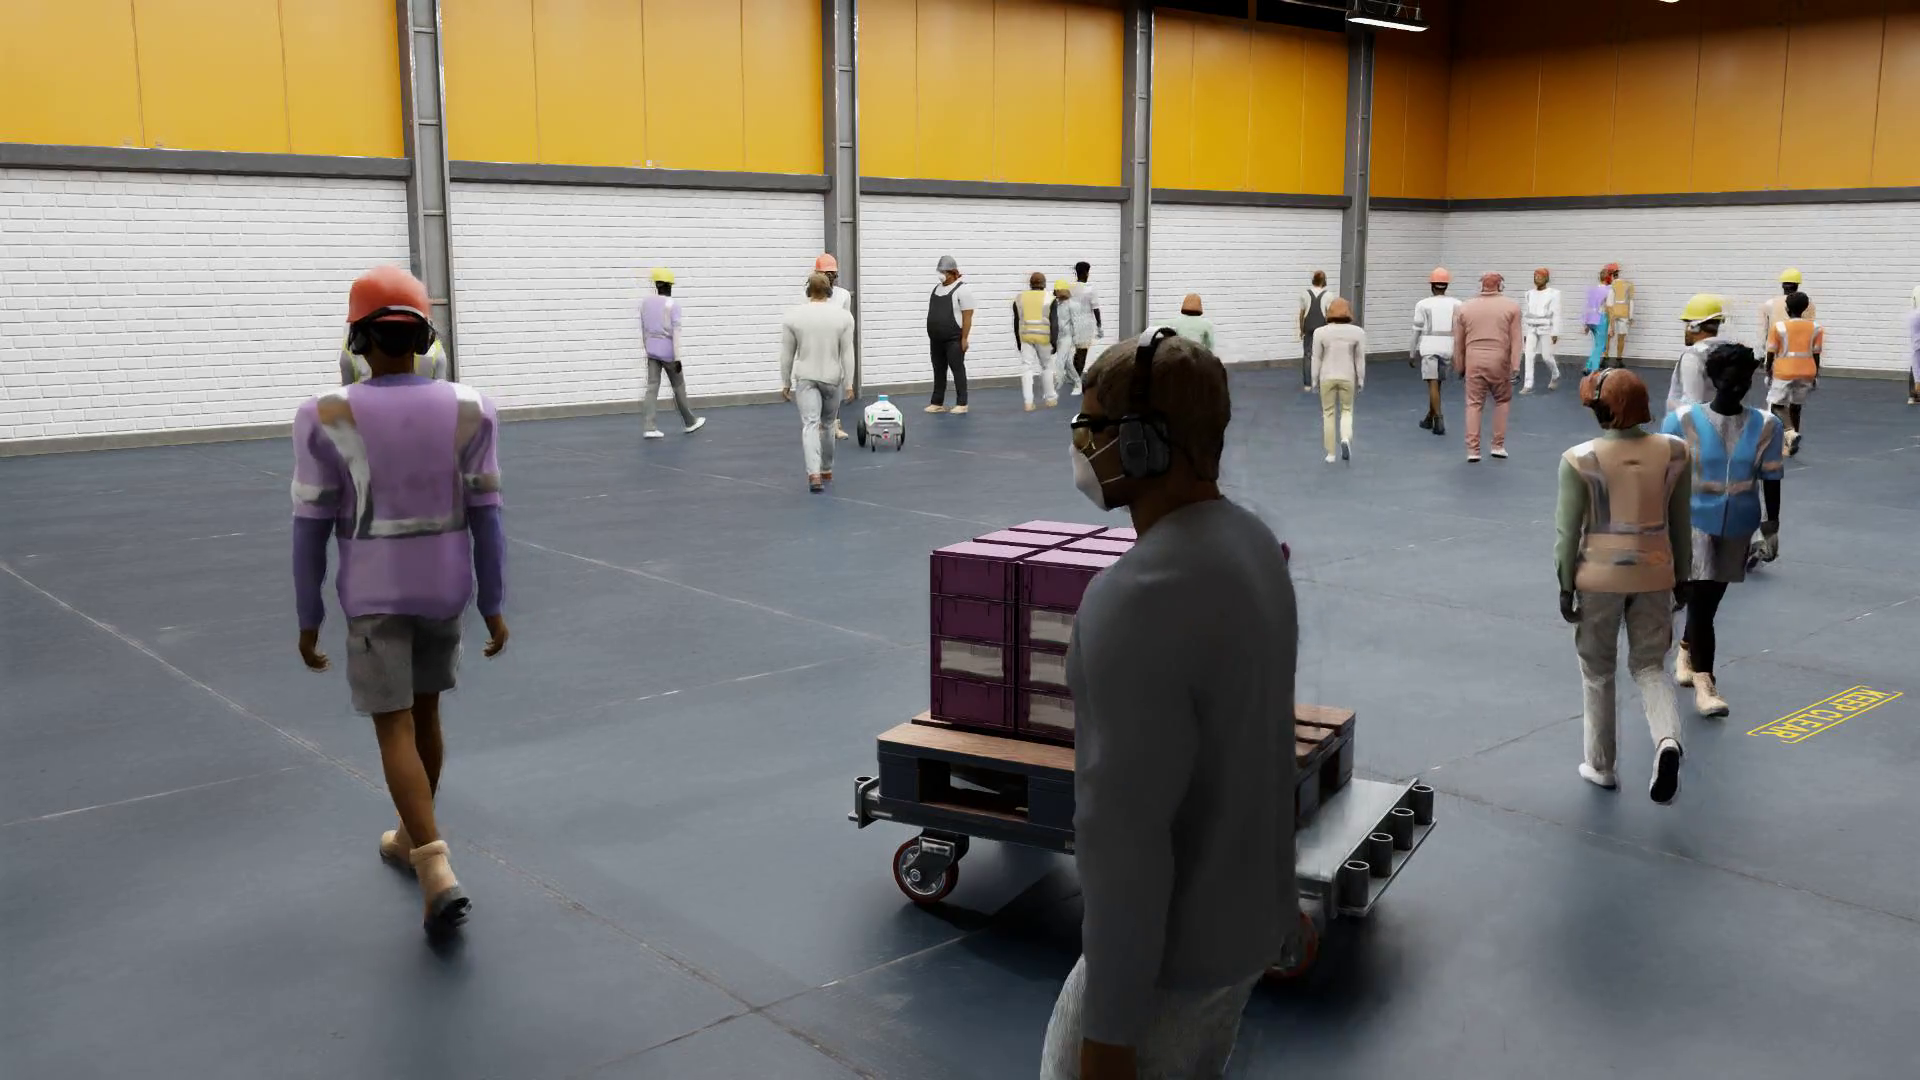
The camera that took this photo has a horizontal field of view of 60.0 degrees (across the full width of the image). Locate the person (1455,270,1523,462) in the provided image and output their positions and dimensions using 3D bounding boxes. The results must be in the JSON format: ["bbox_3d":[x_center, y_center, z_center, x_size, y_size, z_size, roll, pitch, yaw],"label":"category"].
[{"bbox_3d":[5.238,-1.719,16.452,0.682,1.877,0.726,6,11,31],"label":"person"}]

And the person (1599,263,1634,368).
[{"bbox_3d":[11.844,-4.031,30.029,0.597,1.896,0.392,2,10,12],"label":"person"}]

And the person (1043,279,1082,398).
[{"bbox_3d":[1.515,-2.903,23.941,0.890,1.704,0.499,-8,13,-40],"label":"person"}]

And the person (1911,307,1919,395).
[{"bbox_3d":[8.983,-1.499,15.135,0.667,1.908,0.510,4,10,22],"label":"person"}]

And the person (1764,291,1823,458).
[{"bbox_3d":[8.281,-1.621,16.476,0.543,1.679,0.582,1,10,3],"label":"person"}]

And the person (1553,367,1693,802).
[{"bbox_3d":[2.466,0.178,6.118,0.536,1.614,0.576,0,10,0],"label":"person"}]

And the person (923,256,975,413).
[{"bbox_3d":[-0.148,-2.649,21.449,0.692,2.000,0.614,9,13,43],"label":"person"}]

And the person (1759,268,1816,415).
[{"bbox_3d":[9.718,-2.252,19.604,0.988,1.887,0.582,-8,13,-40],"label":"person"}]

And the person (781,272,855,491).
[{"bbox_3d":[-1.236,-1.380,14.481,0.647,1.899,0.996,-1,10,-5],"label":"person"}]

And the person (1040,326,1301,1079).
[{"bbox_3d":[0.384,0.633,2.579,0.554,1.920,0.647,5,11,25],"label":"person"}]

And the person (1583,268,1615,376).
[{"bbox_3d":[10.244,-3.426,26.607,0.461,1.825,0.604,-2,10,-12],"label":"person"}]

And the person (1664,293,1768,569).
[{"bbox_3d":[4.879,-0.705,10.823,0.595,1.791,0.935,-7,12,-35],"label":"person"}]

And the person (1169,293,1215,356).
[{"bbox_3d":[2.563,-1.931,18.495,0.520,1.611,0.624,1,10,7],"label":"person"}]

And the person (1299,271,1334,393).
[{"bbox_3d":[5.336,-3.118,24.910,0.520,1.790,0.949,3,10,19],"label":"person"}]

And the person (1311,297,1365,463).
[{"bbox_3d":[3.676,-1.546,16.195,0.516,1.619,0.454,1,10,7],"label":"person"}]

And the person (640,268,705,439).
[{"bbox_3d":[-3.273,-2.094,18.649,0.618,1.876,0.960,5,11,26],"label":"person"}]

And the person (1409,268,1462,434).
[{"bbox_3d":[5.481,-2.175,19.122,0.559,1.895,0.976,0,10,-2],"label":"person"}]

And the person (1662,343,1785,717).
[{"bbox_3d":[3.412,-0.071,7.518,0.536,1.639,0.911,1,10,5],"label":"person"}]

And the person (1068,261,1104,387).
[{"bbox_3d":[1.875,-3.246,25.214,0.614,1.947,0.511,9,13,43],"label":"person"}]

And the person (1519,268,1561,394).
[{"bbox_3d":[8.609,-3.084,24.547,0.815,1.860,0.584,-8,13,-41],"label":"person"}]

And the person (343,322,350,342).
[{"bbox_3d":[-4.655,-1.152,13.309,0.531,1.828,0.917,-5,11,-28],"label":"person"}]

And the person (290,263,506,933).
[{"bbox_3d":[-1.688,0.164,5.092,0.618,2.011,0.985,-7,12,-34],"label":"person"}]

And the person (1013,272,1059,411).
[{"bbox_3d":[1.041,-2.636,22.047,0.651,1.801,0.894,3,10,20],"label":"person"}]

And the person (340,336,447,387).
[{"bbox_3d":[-3.502,-0.640,10.330,0.643,1.814,0.774,-3,10,-20],"label":"person"}]

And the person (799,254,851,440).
[{"bbox_3d":[-1.455,-2.108,18.275,0.615,2.042,0.372,-6,11,-30],"label":"person"}]

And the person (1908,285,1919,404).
[{"bbox_3d":[13.229,-2.824,22.636,0.393,1.985,0.611,-4,10,-22],"label":"person"}]

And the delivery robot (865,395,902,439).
[{"bbox_3d":[-0.811,-1.282,17.518,0.477,0.478,0.707,-1,10,-8],"label":"delivery robot"}]
